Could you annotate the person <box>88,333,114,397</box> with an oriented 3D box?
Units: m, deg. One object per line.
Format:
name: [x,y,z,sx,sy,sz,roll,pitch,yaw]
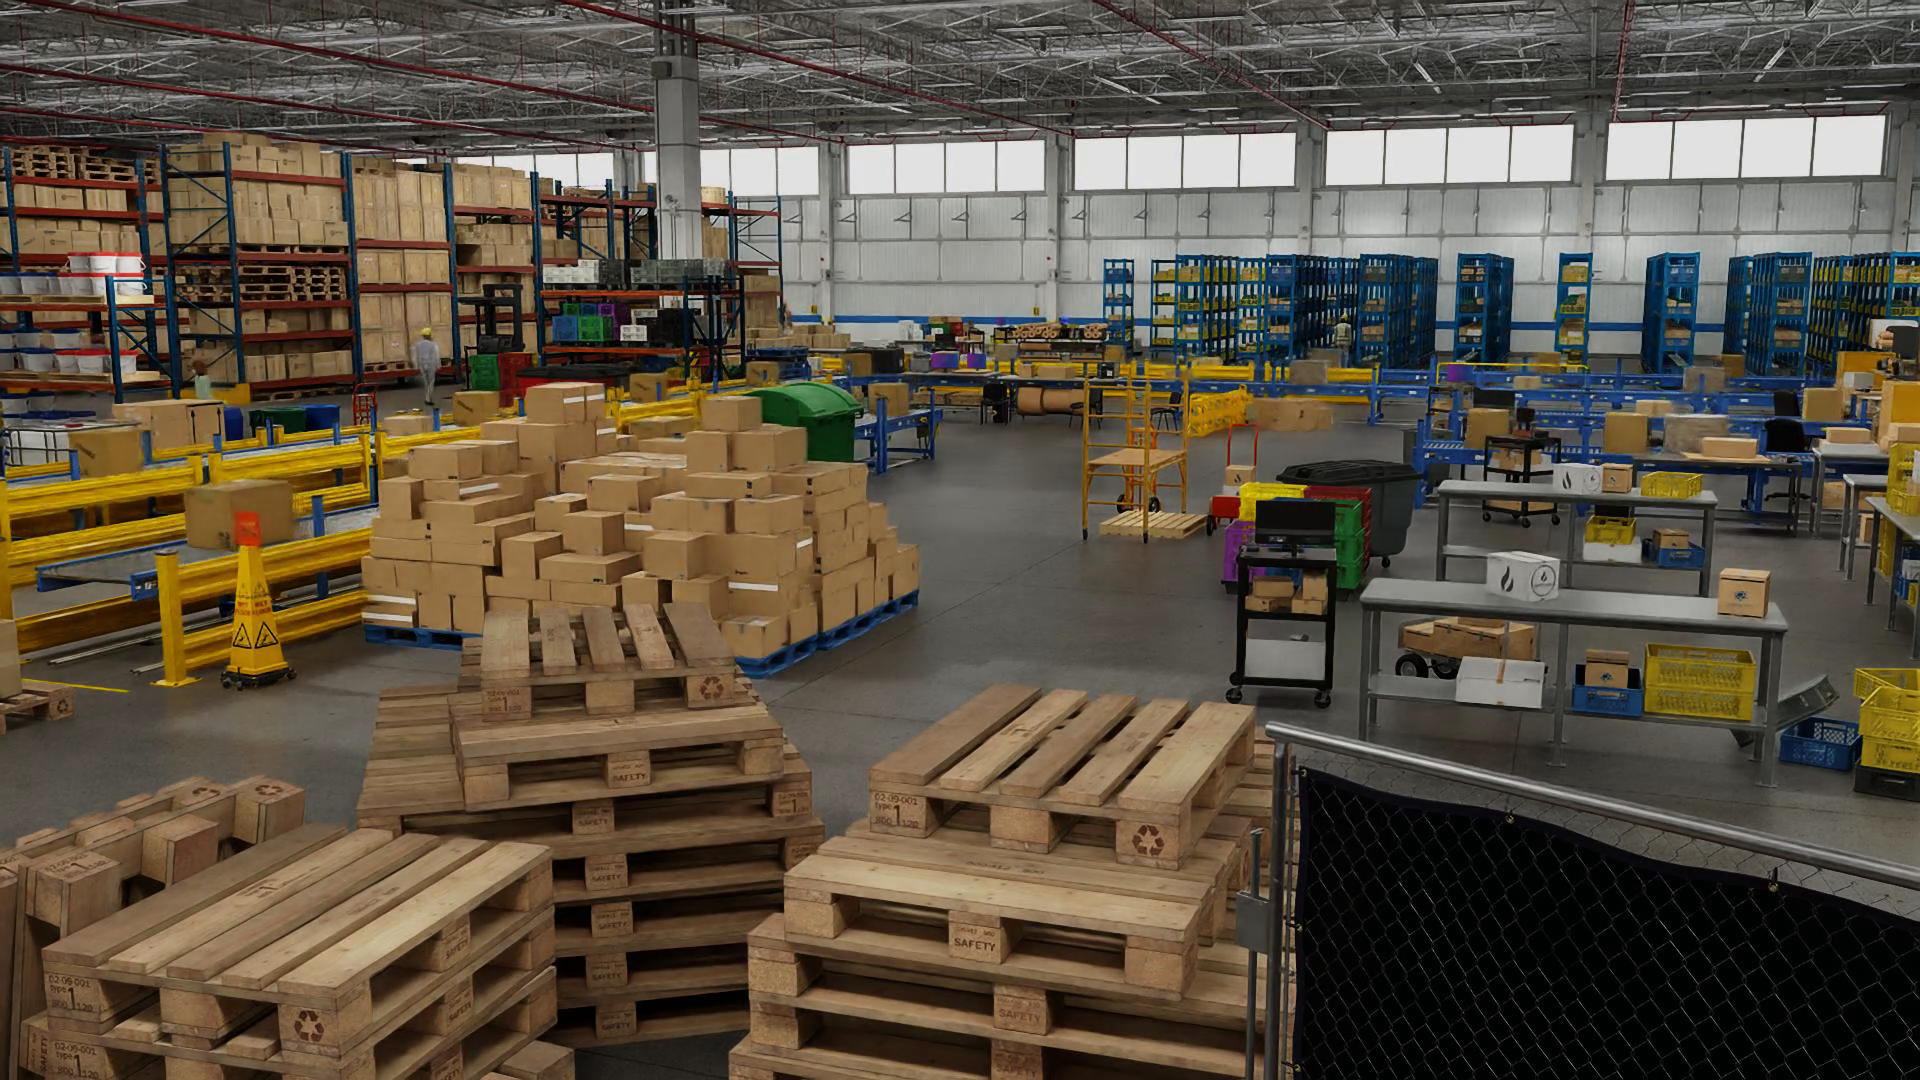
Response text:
person: [-21.496,-4.371,41.575,0.501,1.590,0.874,1,9,9]

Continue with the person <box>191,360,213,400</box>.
person: [-12.963,-2.271,28.383,0.509,1.584,0.855,8,12,40]

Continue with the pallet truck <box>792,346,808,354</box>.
pallet truck: [-3.705,-4.298,42.022,0.653,1.274,1.630,3,10,20]

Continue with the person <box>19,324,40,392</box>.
person: [-22.113,-4.184,39.493,0.439,1.890,0.644,3,10,19]

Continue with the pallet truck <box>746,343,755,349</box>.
pallet truck: [-6.183,-4.618,44.264,1.601,1.201,0.680,-9,12,-43]

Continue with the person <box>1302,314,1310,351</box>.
person: [12.362,-7.345,59.459,0.375,1.840,0.567,2,9,11]

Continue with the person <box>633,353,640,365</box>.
person: [-10.197,-6.313,52.713,0.369,1.929,0.542,0,9,3]

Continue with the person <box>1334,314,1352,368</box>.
person: [11.978,-6.135,51.927,0.588,1.822,0.403,8,12,40]

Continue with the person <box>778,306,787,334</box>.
person: [-7.031,-8.425,66.369,0.889,1.805,0.616,-1,9,-6]

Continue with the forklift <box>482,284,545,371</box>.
forklift: [-10.832,-4.702,39.610,1.129,2.768,1.873,3,10,20]

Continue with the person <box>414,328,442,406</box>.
person: [-12.333,-4.026,38.711,0.611,1.807,0.605,2,9,12]

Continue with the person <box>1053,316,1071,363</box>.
person: [2.734,-4.966,44.204,0.602,1.943,0.393,-7,11,-36]

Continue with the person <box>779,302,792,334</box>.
person: [-7.171,-8.806,68.256,0.628,1.962,0.955,-3,10,-21]
